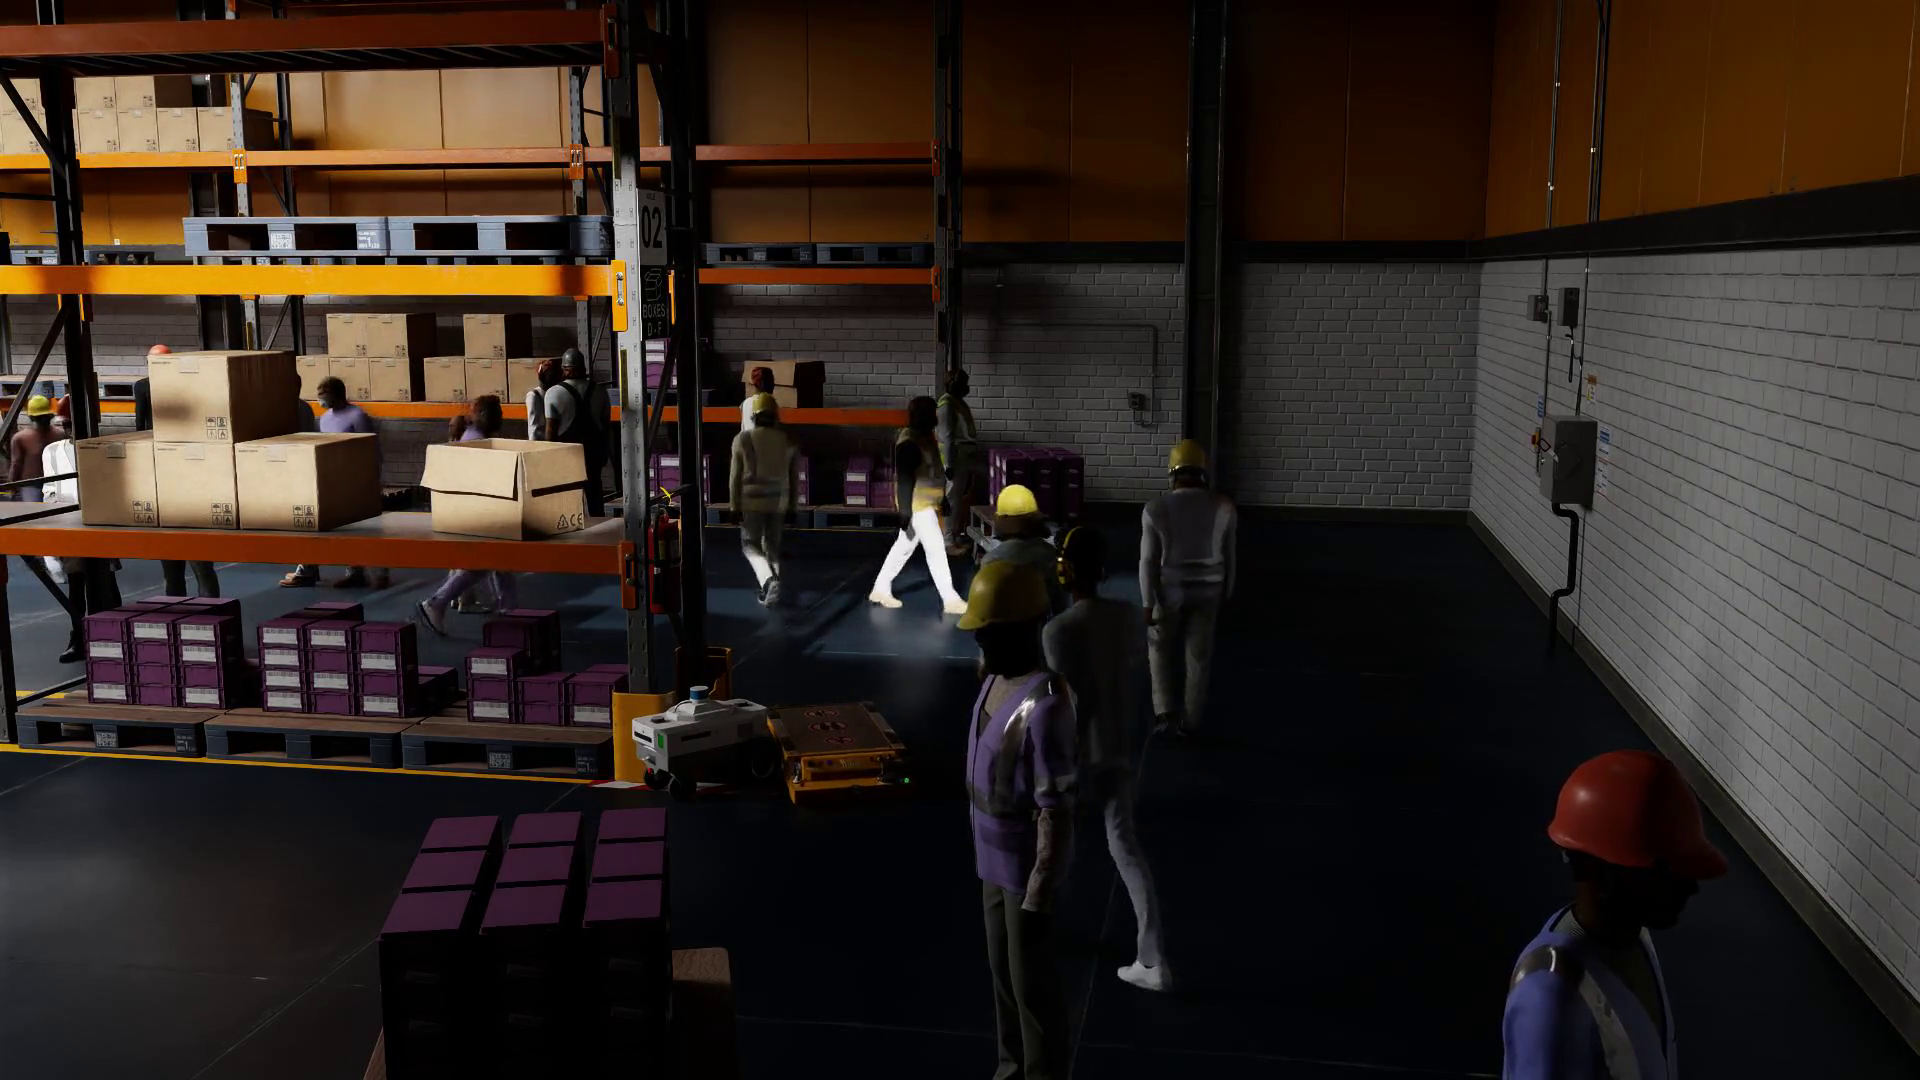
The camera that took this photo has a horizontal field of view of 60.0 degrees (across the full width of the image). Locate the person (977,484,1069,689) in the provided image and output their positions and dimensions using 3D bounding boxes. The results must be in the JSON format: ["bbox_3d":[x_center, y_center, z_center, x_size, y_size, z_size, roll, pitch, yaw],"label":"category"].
[{"bbox_3d":[0.331,0.581,8.477,0.500,1.716,0.471,-4,10,-22],"label":"person"}]

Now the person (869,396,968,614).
[{"bbox_3d":[-0.340,-0.293,13.679,0.951,1.802,0.629,1,9,9],"label":"person"}]

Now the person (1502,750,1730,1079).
[{"bbox_3d":[1.202,1.332,3.140,0.362,1.935,0.553,6,11,32],"label":"person"}]

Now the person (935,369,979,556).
[{"bbox_3d":[-0.030,-0.774,16.500,0.429,1.842,0.636,2,9,12],"label":"person"}]

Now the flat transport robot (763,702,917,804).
[{"bbox_3d":[-0.711,1.160,9.363,0.652,0.197,1.431,-2,9,-13],"label":"flat transport robot"}]

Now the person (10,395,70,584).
[{"bbox_3d":[-8.372,-0.487,15.157,0.952,1.705,0.561,6,11,34],"label":"person"}]

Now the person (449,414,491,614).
[{"bbox_3d":[-4.070,-0.216,13.667,0.309,1.638,0.522,-5,10,-28],"label":"person"}]

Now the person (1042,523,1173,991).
[{"bbox_3d":[0.501,0.835,6.600,0.524,1.823,0.955,-6,11,-33],"label":"person"}]

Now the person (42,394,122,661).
[{"bbox_3d":[-6.272,-0.084,11.929,0.553,1.933,0.369,-2,9,-10],"label":"person"}]

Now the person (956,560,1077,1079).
[{"bbox_3d":[0.168,1.006,5.208,0.371,1.923,0.586,-3,10,-17],"label":"person"}]

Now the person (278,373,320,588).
[{"bbox_3d":[-5.910,-0.547,14.793,0.373,1.940,0.630,-1,9,-8],"label":"person"}]

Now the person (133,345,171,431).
[{"bbox_3d":[-8.802,-1.163,18.453,0.613,1.991,0.392,-5,11,-29],"label":"person"}]

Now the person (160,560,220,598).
[{"bbox_3d":[-5.755,-0.149,12.326,0.627,1.940,0.370,1,9,4],"label":"person"}]

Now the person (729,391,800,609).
[{"bbox_3d":[-1.586,-0.309,13.683,0.598,1.818,0.646,-5,10,-26],"label":"person"}]

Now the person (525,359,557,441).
[{"bbox_3d":[-4.332,-0.946,17.449,0.337,1.878,0.581,2,9,15],"label":"person"}]

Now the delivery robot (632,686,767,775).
[{"bbox_3d":[-1.404,1.032,8.987,0.707,0.478,0.477,-7,12,-39],"label":"delivery robot"}]

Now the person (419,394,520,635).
[{"bbox_3d":[-3.727,-0.189,12.820,0.870,1.874,0.662,-4,10,-23],"label":"person"}]

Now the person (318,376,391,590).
[{"bbox_3d":[-5.307,-0.494,14.618,0.680,1.901,0.489,5,11,30],"label":"person"}]

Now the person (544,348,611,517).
[{"bbox_3d":[-3.899,-0.927,16.833,0.689,2.000,0.538,-6,11,-35],"label":"person"}]

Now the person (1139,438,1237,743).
[{"bbox_3d":[1.347,0.306,9.874,0.601,1.817,0.428,-1,9,-3],"label":"person"}]

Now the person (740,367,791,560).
[{"bbox_3d":[-1.910,-0.741,16.174,0.355,1.883,0.575,-7,12,-39],"label":"person"}]
